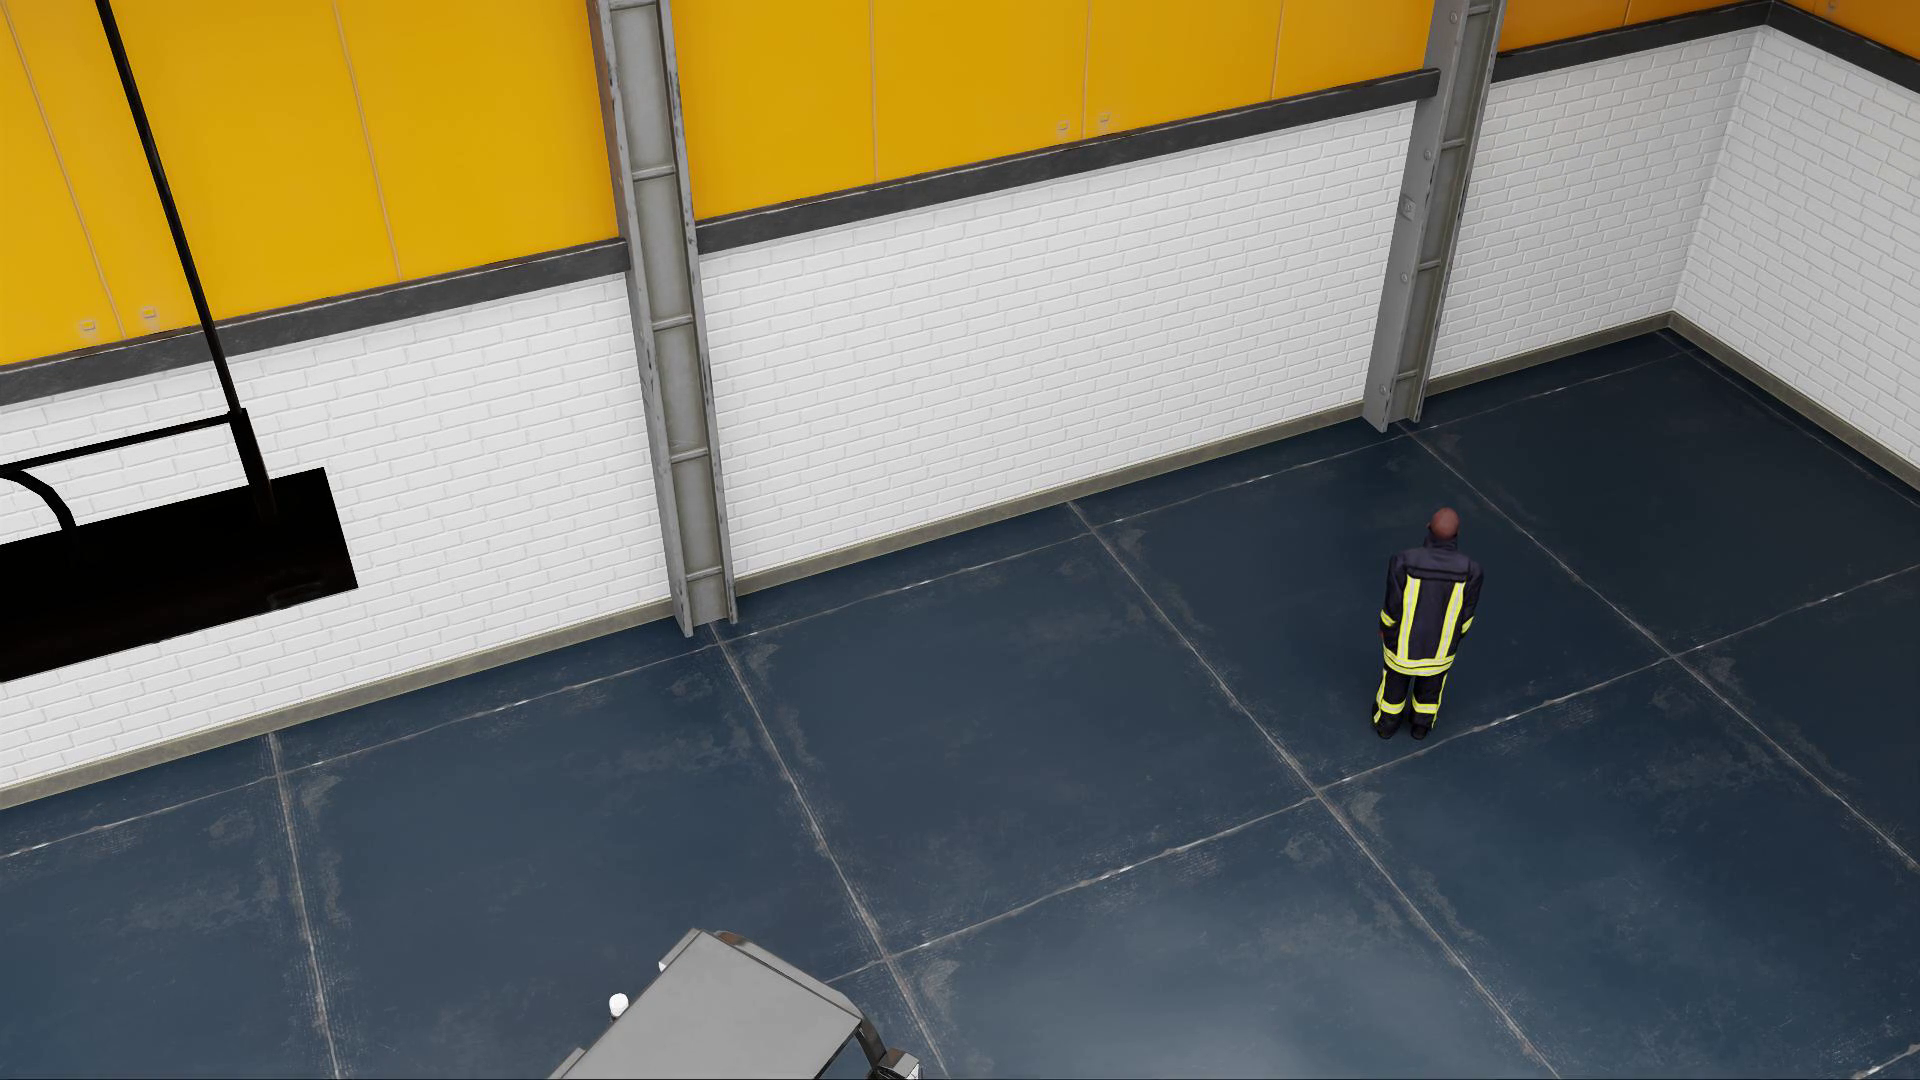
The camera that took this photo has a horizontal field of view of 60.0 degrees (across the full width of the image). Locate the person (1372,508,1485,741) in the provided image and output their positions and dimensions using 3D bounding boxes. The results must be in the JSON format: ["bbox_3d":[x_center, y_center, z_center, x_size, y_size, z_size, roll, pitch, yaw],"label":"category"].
[{"bbox_3d":[2.944,0.530,10.537,0.824,1.822,0.922,6,39,8],"label":"person"}]
